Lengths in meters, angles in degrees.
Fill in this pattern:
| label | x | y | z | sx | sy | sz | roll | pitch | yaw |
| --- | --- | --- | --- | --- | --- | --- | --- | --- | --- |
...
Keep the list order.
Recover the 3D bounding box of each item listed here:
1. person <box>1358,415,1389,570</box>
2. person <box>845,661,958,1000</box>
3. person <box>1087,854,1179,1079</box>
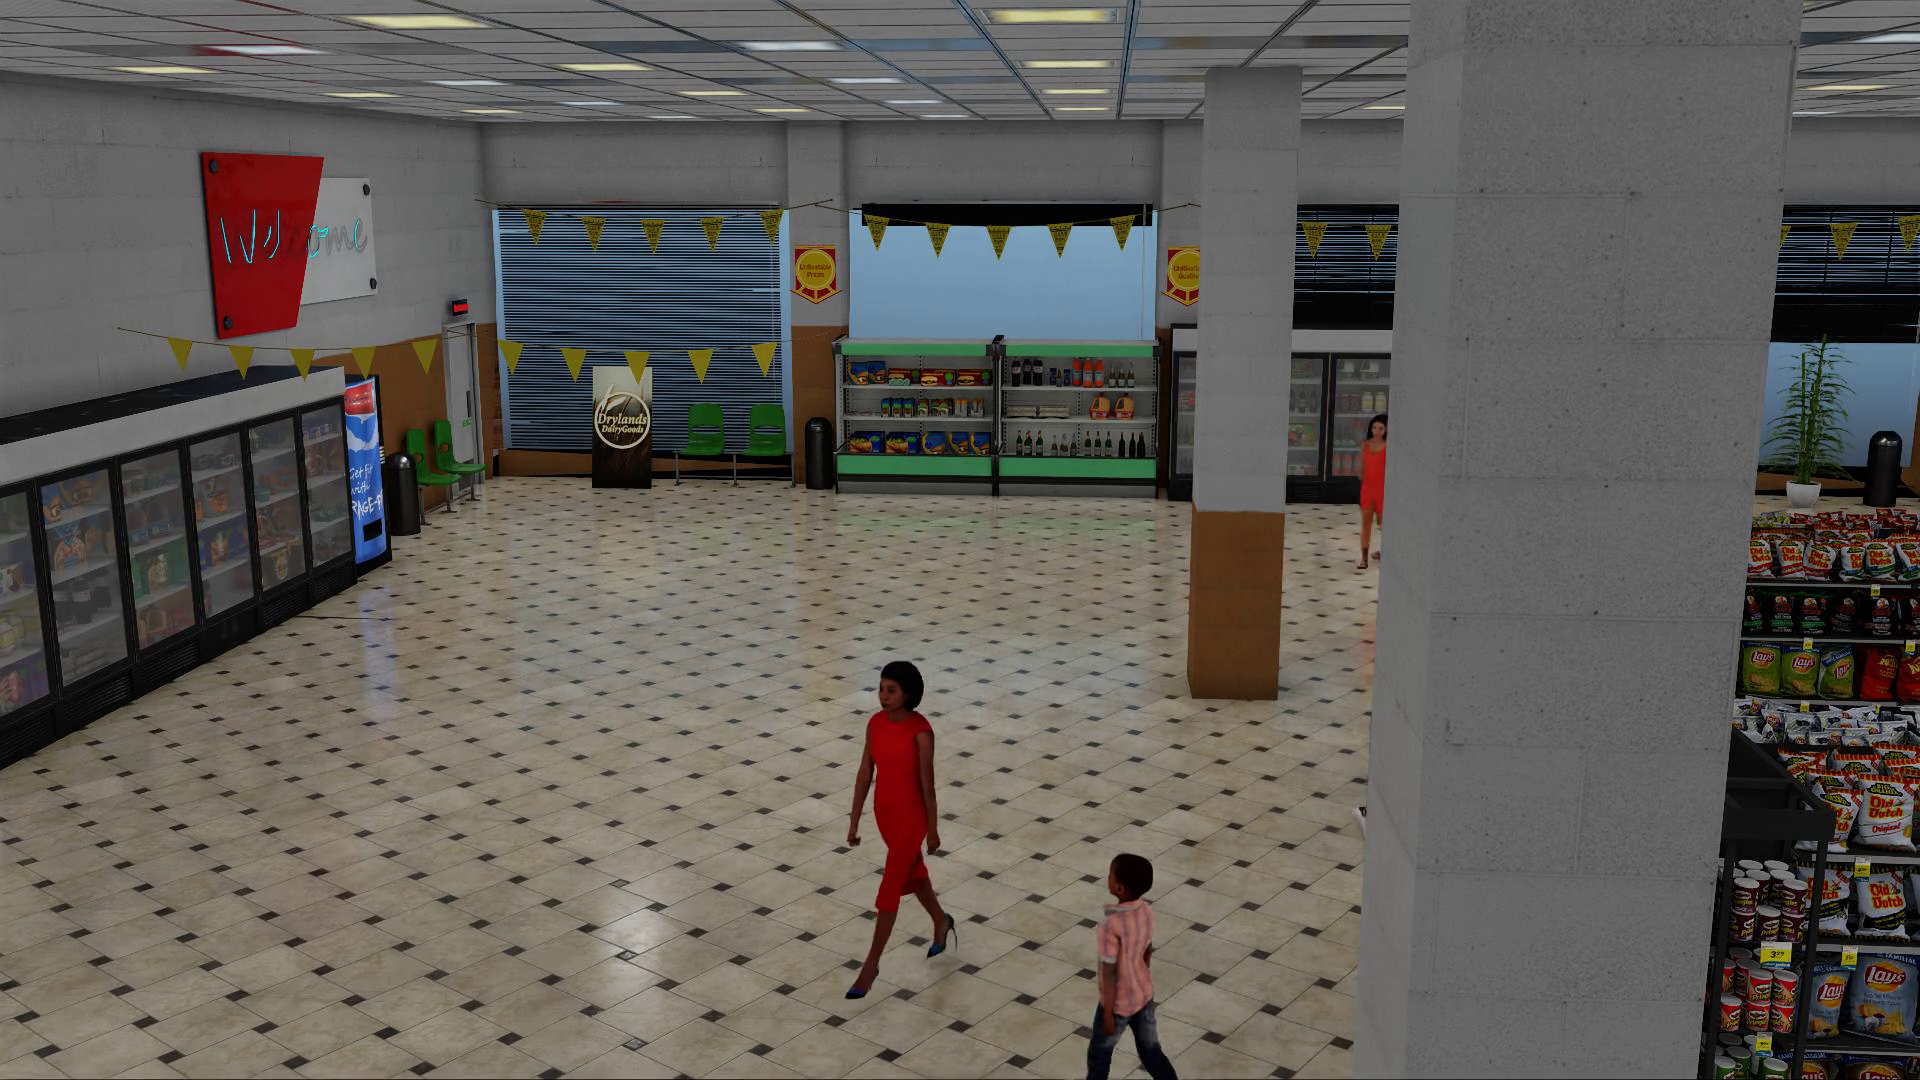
| label | x | y | z | sx | sy | sz | roll | pitch | yaw |
| --- | --- | --- | --- | --- | --- | --- | --- | --- | --- |
| person | 4.577 | -0.522 | 18.204 | 1.128 | 1.673 | 1.033 | 10 | 16 | 40 |
| person | -0.248 | 1.476 | 8.663 | 1.113 | 1.693 | 1.063 | 10 | 15 | 39 |
| person | 0.777 | 1.994 | 7.183 | 0.872 | 1.291 | 0.960 | -11 | 16 | -42 |
